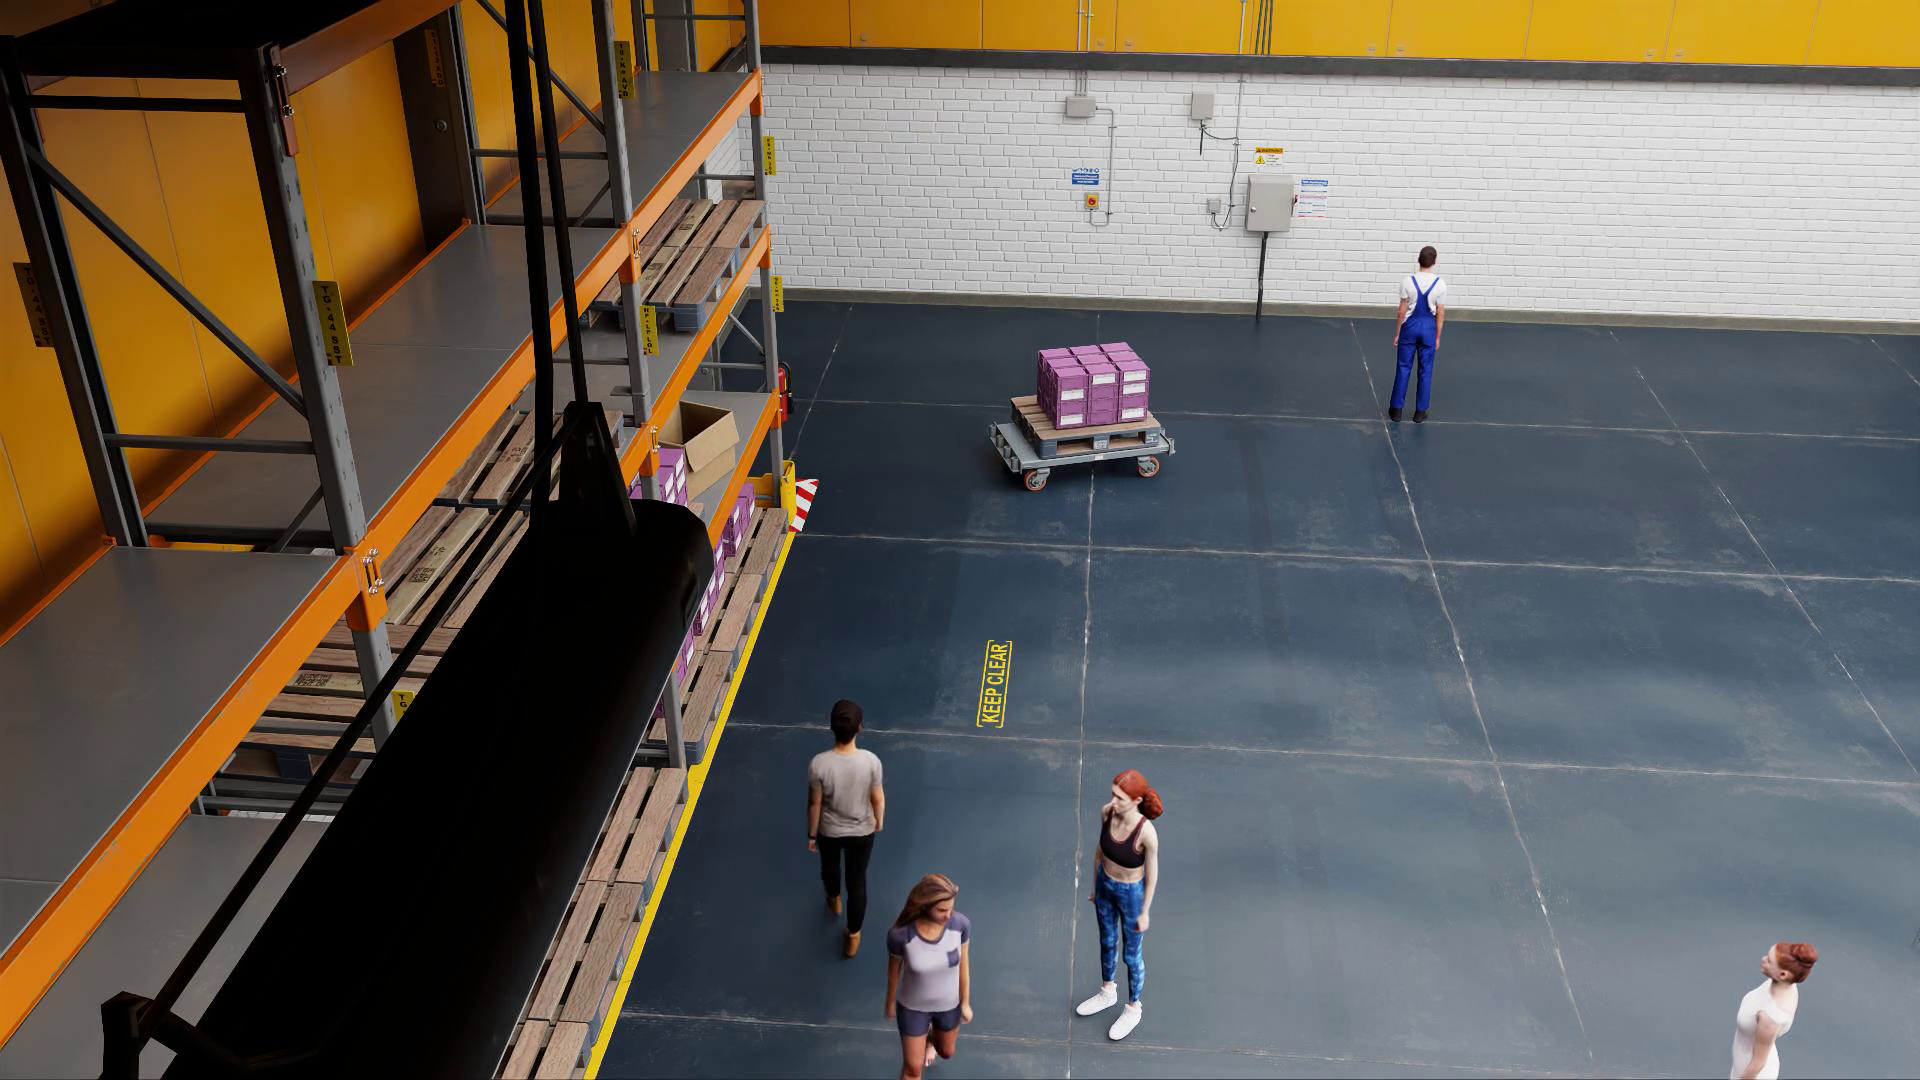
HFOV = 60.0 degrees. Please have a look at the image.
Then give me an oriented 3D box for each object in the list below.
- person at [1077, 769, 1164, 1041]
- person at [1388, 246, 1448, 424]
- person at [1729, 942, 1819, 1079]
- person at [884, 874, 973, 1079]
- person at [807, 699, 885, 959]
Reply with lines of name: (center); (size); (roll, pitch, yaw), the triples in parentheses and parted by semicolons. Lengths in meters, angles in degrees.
person: (0.916, 2.044, 9.418); (0.743, 1.785, 0.687); (-24, 37, -36)
person: (4.663, -2.099, 16.946); (0.661, 1.850, 0.617); (7, 29, 13)
person: (3.942, 2.672, 8.260); (0.690, 1.793, 0.557); (16, 33, 27)
person: (-0.155, 2.400, 8.851); (0.789, 1.704, 1.022); (-4, 29, -6)
person: (-0.691, 1.783, 9.991); (0.684, 1.696, 0.914); (-1, 29, -3)
